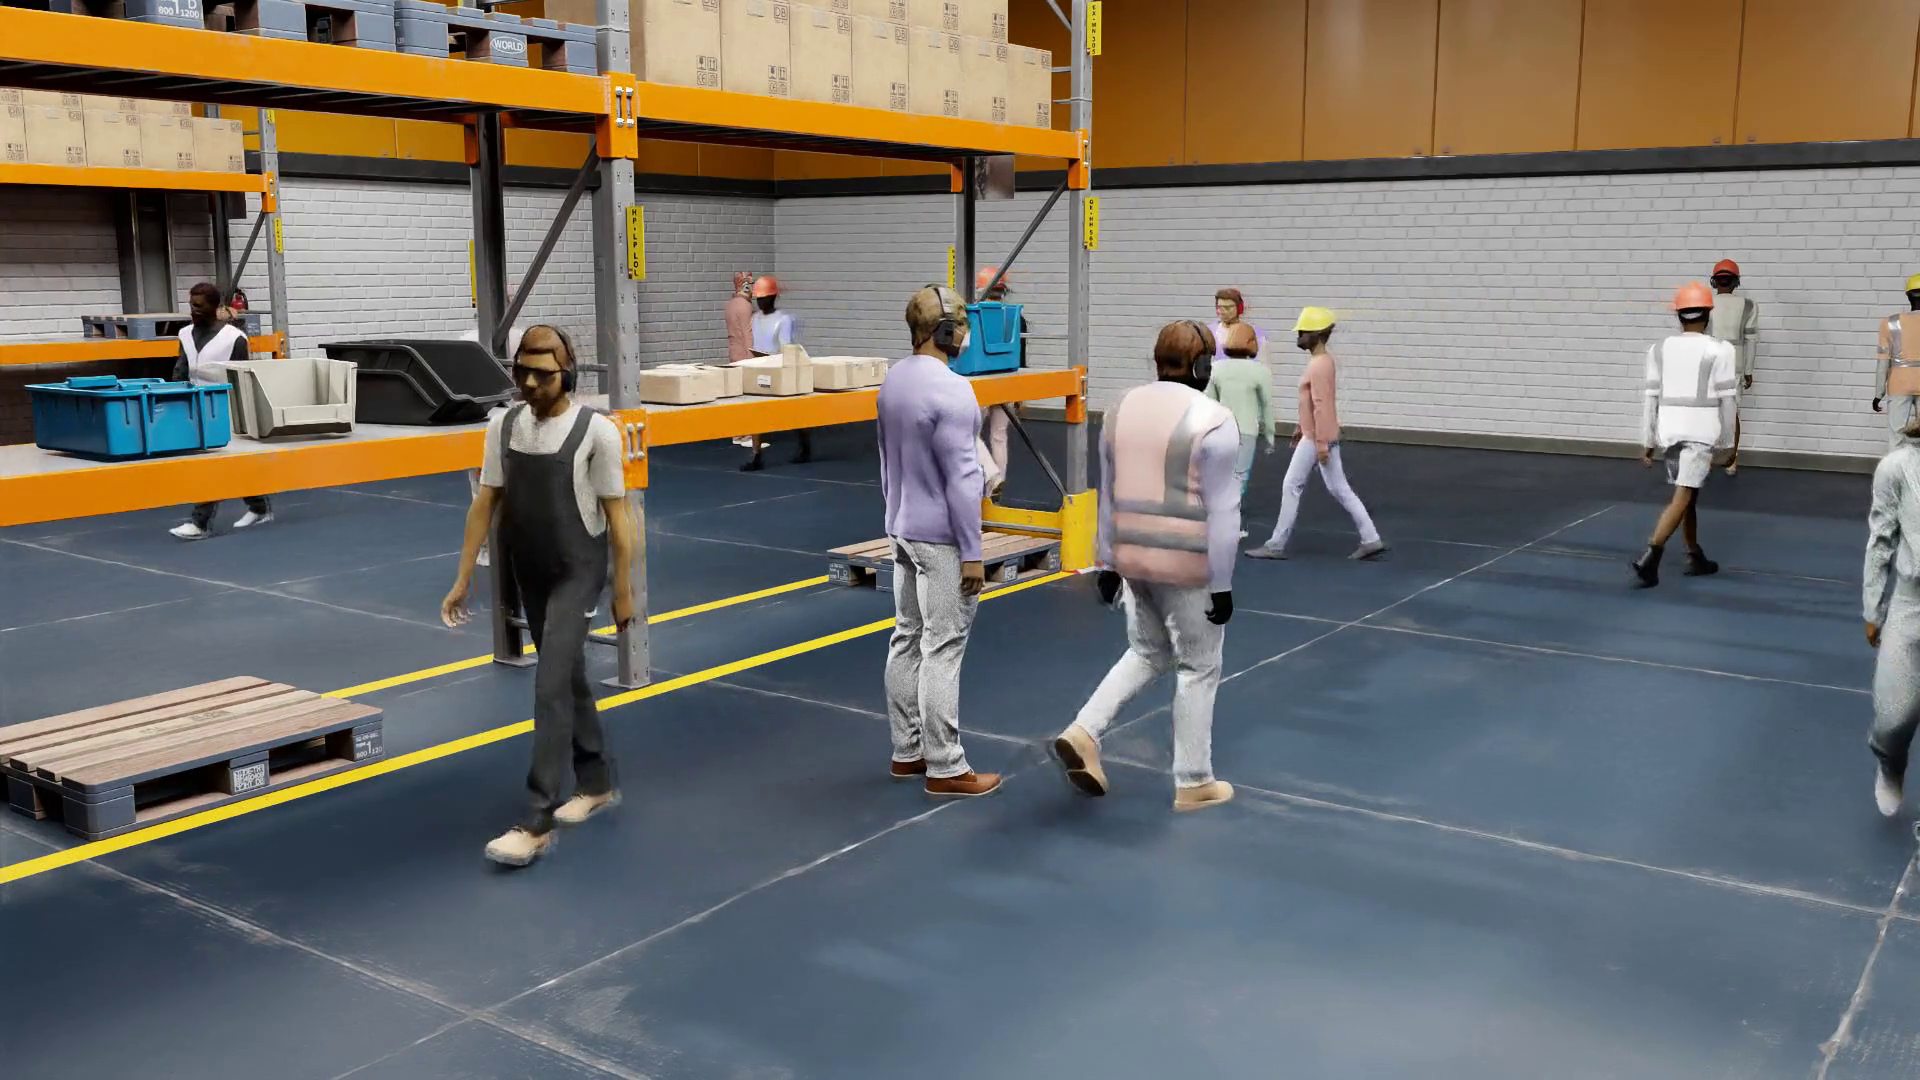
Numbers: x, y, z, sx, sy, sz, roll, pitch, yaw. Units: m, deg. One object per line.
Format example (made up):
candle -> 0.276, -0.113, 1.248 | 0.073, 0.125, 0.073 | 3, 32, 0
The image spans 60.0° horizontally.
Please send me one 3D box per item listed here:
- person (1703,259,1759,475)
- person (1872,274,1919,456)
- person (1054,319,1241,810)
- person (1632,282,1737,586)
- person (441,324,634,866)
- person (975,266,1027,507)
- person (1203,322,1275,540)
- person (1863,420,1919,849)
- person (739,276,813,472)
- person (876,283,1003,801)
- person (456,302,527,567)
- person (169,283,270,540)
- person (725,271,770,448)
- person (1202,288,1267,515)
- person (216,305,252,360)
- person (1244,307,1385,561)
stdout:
person -> 7.208, -1.636, 15.797 | 0.613, 2.033, 0.398 | 2, 10, 10
person -> 7.930, -1.250, 13.851 | 0.585, 1.917, 0.382 | 3, 10, 20
person -> 0.696, 0.112, 6.059 | 0.635, 1.825, 0.623 | -7, 12, -36
person -> 4.528, -0.665, 10.440 | 0.963, 1.897, 0.558 | -7, 12, -36
person -> -1.460, 0.178, 5.689 | 0.535, 1.803, 0.886 | 5, 11, 27
person -> 0.267, -1.204, 13.381 | 0.637, 1.977, 0.537 | -4, 11, -25
person -> 1.930, -0.736, 11.761 | 0.533, 1.599, 0.789 | 6, 11, 32
person -> 3.299, 0.235, 5.572 | 0.489, 1.727, 0.549 | 5, 11, 26
person -> -1.786, -1.632, 16.266 | 0.555, 1.885, 1.031 | 6, 11, 32
person -> -0.091, 0.009, 6.288 | 0.372, 1.940, 0.632 | -5, 11, -29
person -> -2.941, -0.694, 10.779 | 0.660, 1.856, 0.839 | -4, 10, -23
person -> -5.522, -0.963, 12.313 | 0.609, 1.864, 1.023 | 5, 11, 26
person -> -2.312, -1.957, 18.083 | 0.408, 1.912, 0.641 | -4, 10, -24
person -> 2.175, -1.093, 13.209 | 0.602, 1.820, 0.589 | 6, 11, 32
person -> -6.284, -1.185, 14.284 | 0.515, 1.642, 0.314 | 2, 10, 12
person -> 2.430, -0.698, 11.148 | 0.915, 1.723, 0.536 | 3, 10, 20
